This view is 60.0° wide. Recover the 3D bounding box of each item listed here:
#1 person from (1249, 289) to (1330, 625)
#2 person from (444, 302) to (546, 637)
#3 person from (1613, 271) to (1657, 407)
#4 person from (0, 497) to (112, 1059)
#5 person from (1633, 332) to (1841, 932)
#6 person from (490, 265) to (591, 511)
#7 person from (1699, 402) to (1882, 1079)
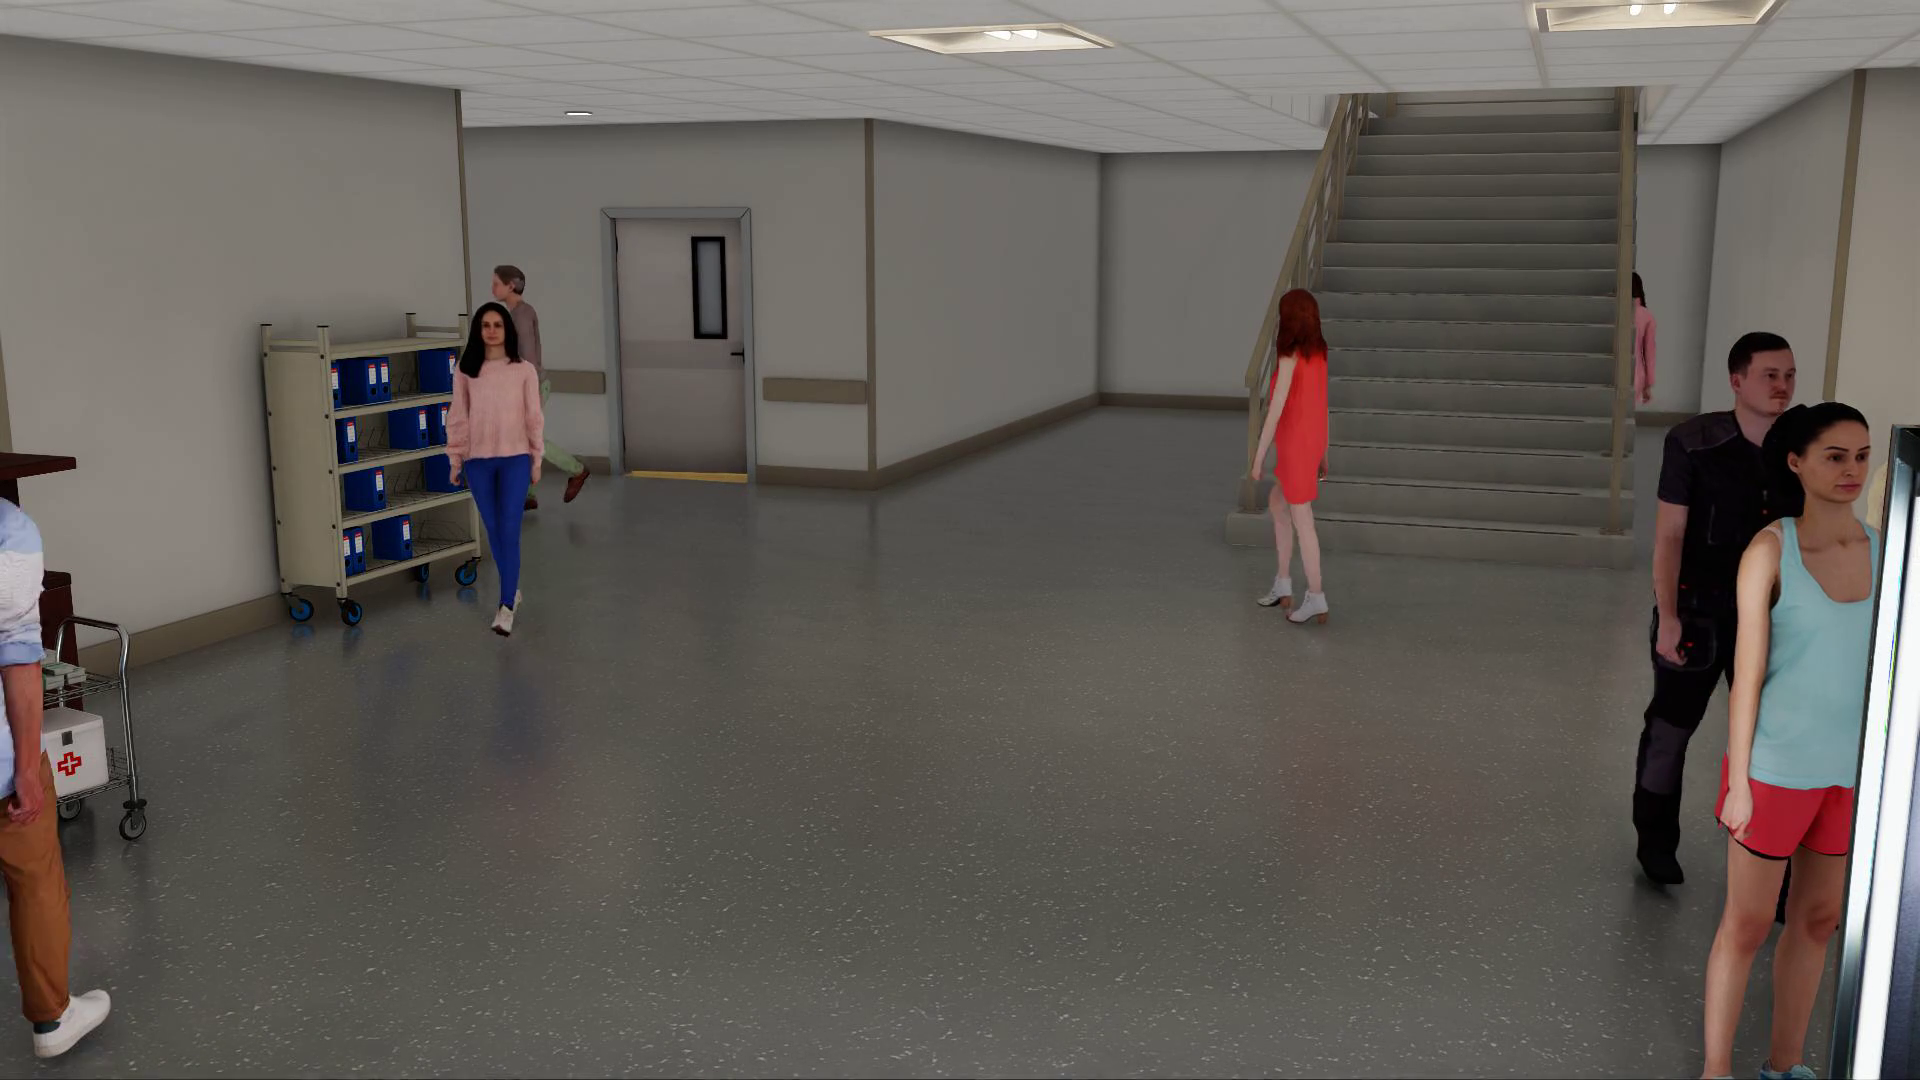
[{"bbox_3d":[1.914,-0.424,8.955,0.809,1.809,0.738,8,13,37],"label":"person"},{"bbox_3d":[-2.468,-0.370,8.916,0.939,1.717,1.252,0,11,-2],"label":"person"},{"bbox_3d":[5.267,-1.204,13.218,0.806,1.753,1.171,1,11,4],"label":"person"},{"bbox_3d":[-2.449,0.535,3.959,0.914,1.788,1.244,0,11,2],"label":"person"},{"bbox_3d":[2.400,0.264,5.334,0.960,1.807,1.197,0,11,2],"label":"person"},{"bbox_3d":[-3.174,-1.110,12.483,1.078,1.842,1.003,-5,12,-23],"label":"person"},{"bbox_3d":[1.984,0.554,3.923,0.699,1.765,0.727,-2,11,-11],"label":"person"}]
